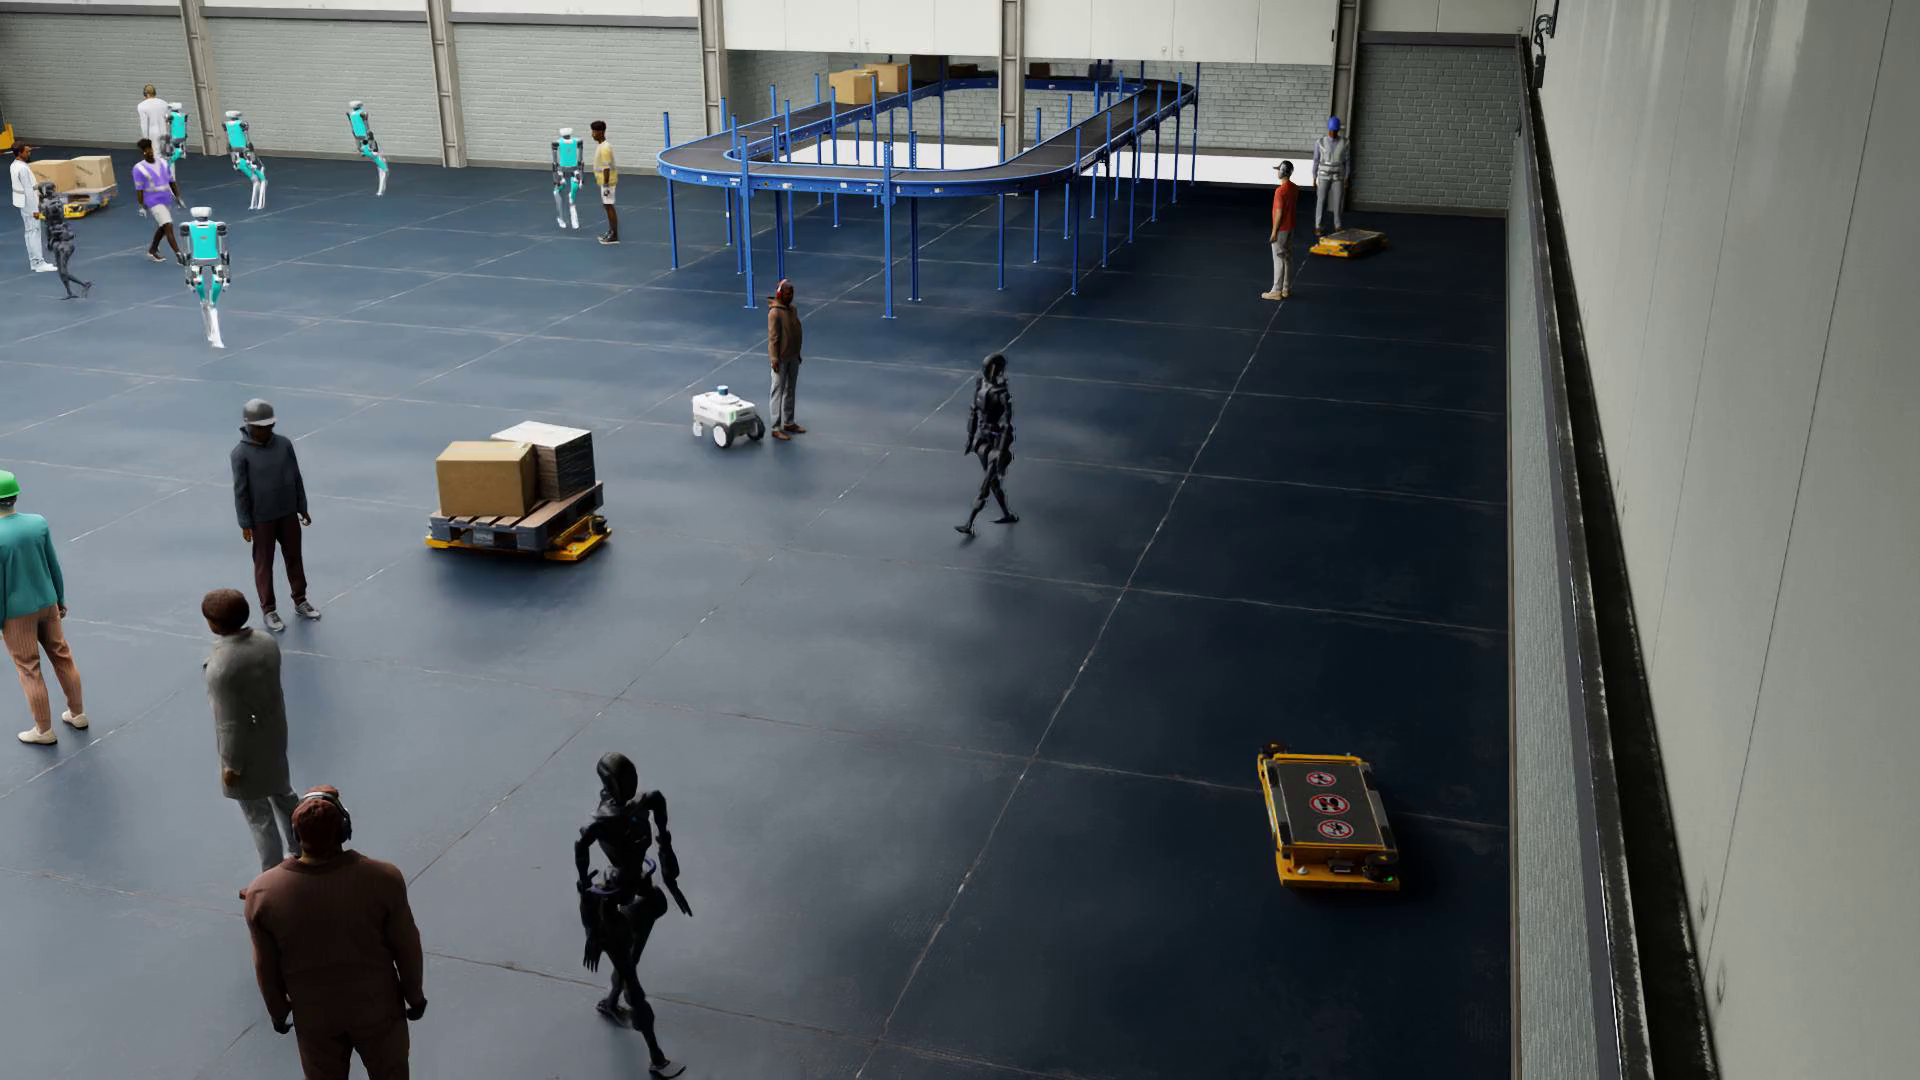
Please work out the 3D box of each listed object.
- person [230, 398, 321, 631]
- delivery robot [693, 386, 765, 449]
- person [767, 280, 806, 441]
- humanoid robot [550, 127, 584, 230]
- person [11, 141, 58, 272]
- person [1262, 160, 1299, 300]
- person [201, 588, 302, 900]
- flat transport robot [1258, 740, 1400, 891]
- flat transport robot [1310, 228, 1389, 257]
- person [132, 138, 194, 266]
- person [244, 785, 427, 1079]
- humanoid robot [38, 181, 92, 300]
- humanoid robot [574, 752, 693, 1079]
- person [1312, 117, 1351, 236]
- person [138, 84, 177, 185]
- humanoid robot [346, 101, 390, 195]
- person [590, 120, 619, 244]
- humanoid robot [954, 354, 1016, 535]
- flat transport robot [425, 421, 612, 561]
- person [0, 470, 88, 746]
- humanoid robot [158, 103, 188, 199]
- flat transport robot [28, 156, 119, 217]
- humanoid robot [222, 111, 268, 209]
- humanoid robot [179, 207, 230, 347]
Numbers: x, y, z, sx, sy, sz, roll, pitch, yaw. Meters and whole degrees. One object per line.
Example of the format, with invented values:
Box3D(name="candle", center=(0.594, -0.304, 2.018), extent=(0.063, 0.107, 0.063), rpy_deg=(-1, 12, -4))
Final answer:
Box3D(name="person", center=(-5.192, -0.207, 12.582), extent=(0.380, 1.805, 0.551), rpy_deg=(18, 27, 38))
Box3D(name="delivery robot", center=(-2.411, -1.275, 17.093), extent=(0.789, 0.598, 0.499), rpy_deg=(20, 29, 41))
Box3D(name="person", center=(-1.808, -1.865, 17.088), extent=(0.310, 1.650, 0.472), rpy_deg=(12, 24, 28))
Box3D(name="humanoid robot", center=(-6.627, -6.063, 27.887), extent=(0.532, 1.753, 1.000), rpy_deg=(-11, 24, -26))
Box3D(name="person", center=(-13.859, -4.964, 24.764), extent=(0.393, 1.919, 0.590), rpy_deg=(-17, 27, -37))
Box3D(name="person", center=(4.443, -4.296, 23.040), extent=(0.393, 1.911, 0.481), rpy_deg=(16, 27, 36))
Box3D(name="person", center=(-3.876, 1.120, 9.106), extent=(0.360, 1.828, 0.514), rpy_deg=(5, 22, 12))
Box3D(name="flat transport robot", center=(2.180, 1.633, 9.942), extent=(0.659, 0.231, 1.431), rpy_deg=(1, 21, 4))
Box3D(name="flat transport robot", center=(6.201, -4.721, 26.422), extent=(0.659, 0.231, 1.431), rpy_deg=(16, 26, 36))
Box3D(name="person", center=(-12.146, -5.134, 25.215), extent=(0.965, 1.906, 0.612), rpy_deg=(8, 22, 19))
Box3D(name="person", center=(-2.572, 1.899, 6.978), extent=(0.646, 1.906, 0.404), rpy_deg=(-4, 21, -11))
Box3D(name="humanoid robot", center=(-12.406, -4.148, 22.976), extent=(0.610, 1.641, 0.386), rpy_deg=(16, 26, 35))
Box3D(name="humanoid robot", center=(-1.531, 1.714, 7.835), extent=(0.789, 1.621, 0.589), rpy_deg=(16, 26, 36))
Box3D(name="person", center=(6.106, -5.980, 27.377), extent=(0.619, 1.932, 0.415), rpy_deg=(3, 21, 7))
Box3D(name="person", center=(-15.480, -7.789, 32.061), extent=(0.373, 1.939, 0.628), rpy_deg=(12, 24, 28))
Box3D(name="humanoid robot", center=(-11.031, -7.361, 31.258), extent=(0.534, 1.785, 0.758), rpy_deg=(13, 25, 31))
Box3D(name="person", center=(-5.718, -5.769, 26.804), extent=(0.407, 1.957, 0.621), rpy_deg=(-4, 21, -10))
Box3D(name="humanoid robot", center=(0.232, -0.836, 14.463), extent=(0.785, 1.612, 0.616), rpy_deg=(-16, 26, -35))
Box3D(name="flat transport robot", center=(-3.805, -0.073, 14.367), extent=(1.431, 0.231, 0.659), rpy_deg=(6, 22, 14))
Box3D(name="person", center=(-6.078, 0.434, 10.821), extent=(0.363, 1.872, 0.523), rpy_deg=(11, 24, 26))
Box3D(name="humanoid robot", center=(-14.673, -7.191, 30.840), extent=(0.793, 1.795, 0.555), rpy_deg=(5, 22, 13))
Box3D(name="flat transport robot", center=(-15.746, -5.944, 29.595), extent=(0.659, 0.231, 1.431), rpy_deg=(-3, 21, -7))
Box3D(name="humanoid robot", center=(-12.687, -6.799, 29.733), extent=(0.544, 1.768, 0.684), rpy_deg=(8, 22, 19))
Box3D(name="humanoid robot", center=(-9.356, -3.280, 20.711), extent=(0.562, 1.807, 0.775), rpy_deg=(-9, 23, -23))
